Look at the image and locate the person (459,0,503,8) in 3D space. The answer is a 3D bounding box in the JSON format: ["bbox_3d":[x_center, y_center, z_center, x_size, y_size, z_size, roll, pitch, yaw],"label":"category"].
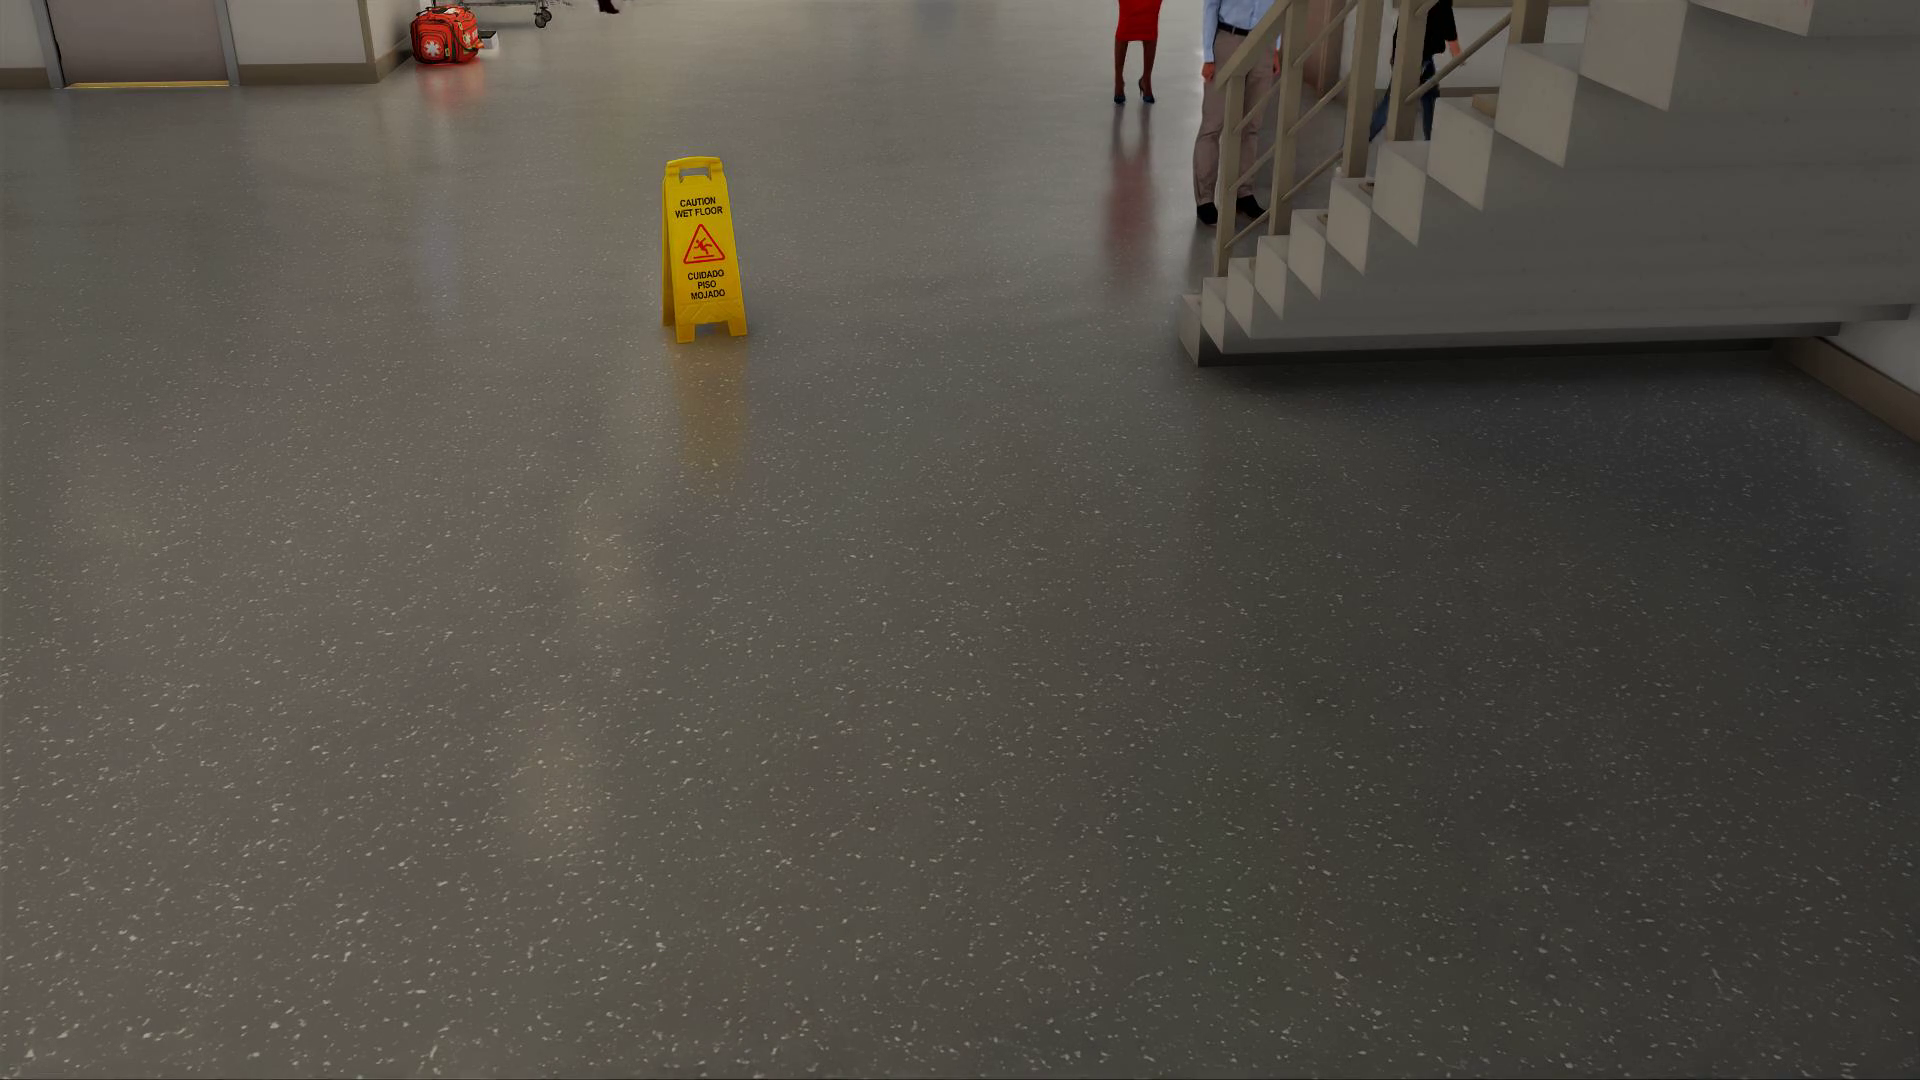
[{"bbox_3d":[-4.960,-6.100,16.174,0.976,1.804,1.104,5,26,10],"label":"person"}]

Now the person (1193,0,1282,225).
[{"bbox_3d":[1.520,-2.661,8.993,0.698,1.846,0.679,-8,27,-17],"label":"person"}]

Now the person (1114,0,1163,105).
[{"bbox_3d":[1.313,-4.055,12.002,0.581,1.743,0.509,-3,26,-7],"label":"person"}]

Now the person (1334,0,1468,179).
[{"bbox_3d":[2.553,-2.820,9.600,0.667,1.606,1.028,0,26,-1],"label":"person"}]
